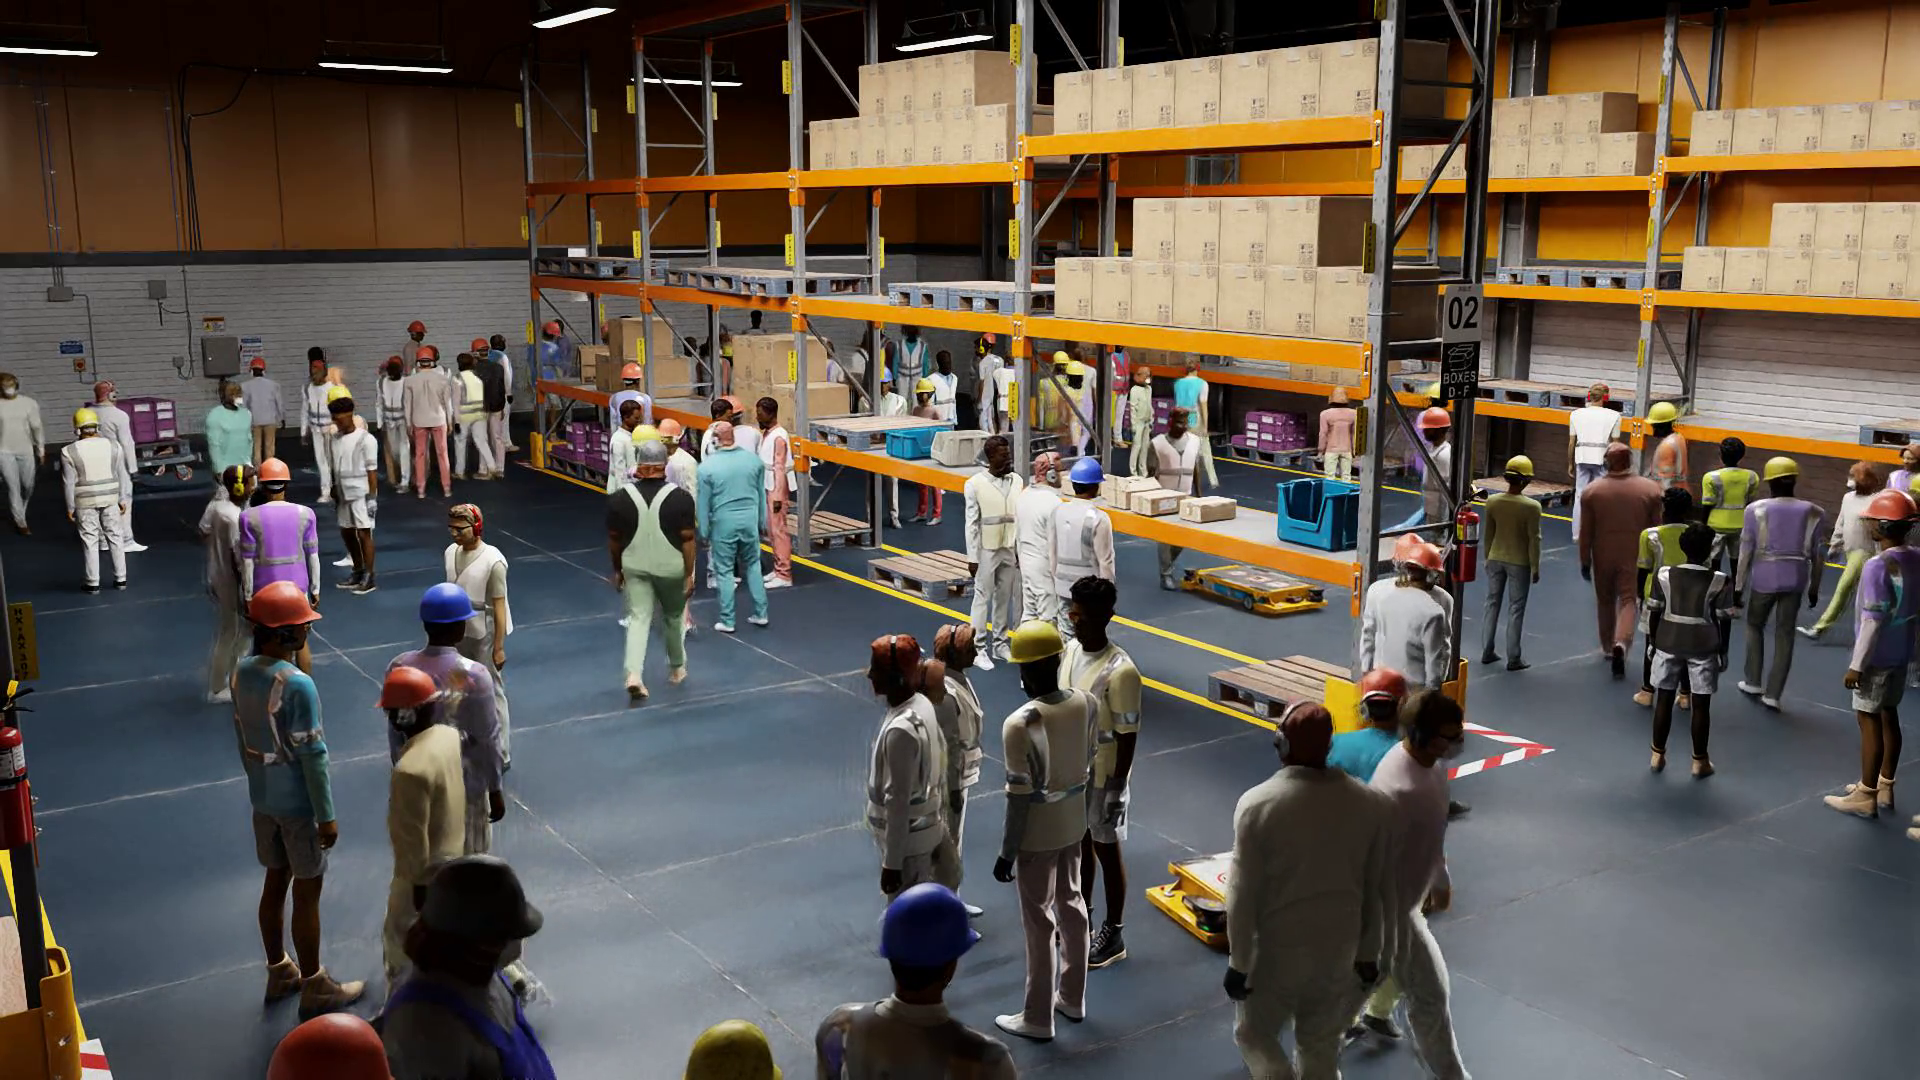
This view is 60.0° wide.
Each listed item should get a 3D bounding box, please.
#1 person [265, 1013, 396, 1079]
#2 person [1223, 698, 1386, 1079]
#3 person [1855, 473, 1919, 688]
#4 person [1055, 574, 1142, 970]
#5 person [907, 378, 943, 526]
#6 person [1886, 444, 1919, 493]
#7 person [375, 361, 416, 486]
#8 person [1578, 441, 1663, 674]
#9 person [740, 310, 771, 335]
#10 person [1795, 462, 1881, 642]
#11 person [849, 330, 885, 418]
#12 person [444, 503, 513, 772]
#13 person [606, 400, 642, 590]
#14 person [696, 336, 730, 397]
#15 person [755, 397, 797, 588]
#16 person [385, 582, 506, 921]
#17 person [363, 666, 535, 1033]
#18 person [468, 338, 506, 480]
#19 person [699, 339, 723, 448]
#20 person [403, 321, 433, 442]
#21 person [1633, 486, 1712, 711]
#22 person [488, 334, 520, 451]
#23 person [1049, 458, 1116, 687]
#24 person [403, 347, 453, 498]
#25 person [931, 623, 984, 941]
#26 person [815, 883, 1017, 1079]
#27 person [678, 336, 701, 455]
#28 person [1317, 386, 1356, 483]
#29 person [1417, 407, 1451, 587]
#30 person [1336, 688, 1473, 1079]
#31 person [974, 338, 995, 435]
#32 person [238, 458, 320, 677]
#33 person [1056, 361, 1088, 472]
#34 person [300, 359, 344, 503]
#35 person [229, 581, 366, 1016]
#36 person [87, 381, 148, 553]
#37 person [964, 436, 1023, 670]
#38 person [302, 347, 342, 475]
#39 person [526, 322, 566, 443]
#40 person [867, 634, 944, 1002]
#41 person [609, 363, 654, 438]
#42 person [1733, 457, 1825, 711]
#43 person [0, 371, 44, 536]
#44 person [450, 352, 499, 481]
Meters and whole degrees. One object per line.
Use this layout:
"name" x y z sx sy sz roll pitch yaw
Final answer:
"person" -1.365 2.011 3.706 0.609 1.984 0.399 4 12 20
"person" 1.322 1.559 6.304 0.668 1.875 0.592 -4 12 -18
"person" 7.469 0.306 13.087 0.512 1.722 0.674 -4 12 -18
"person" 0.648 1.132 8.247 0.365 1.966 0.608 -6 13 -28
"person" -0.412 -1.055 19.956 0.315 1.769 0.525 -10 15 -42
"person" 8.668 -0.066 15.225 0.307 1.636 0.525 -5 12 -24
"person" -7.709 -1.578 22.727 0.517 1.732 0.572 6 13 28
"person" 5.392 0.131 13.626 0.644 1.869 0.887 5 12 24
"person" -3.768 -3.281 30.833 0.612 1.963 0.363 1 11 4
"person" 7.674 0.120 14.367 0.859 1.585 0.524 0 11 0
"person" -1.430 -2.262 25.427 0.962 2.000 0.685 10 15 43
"person" -3.187 0.654 11.038 0.561 1.836 0.394 9 14 38
"person" -3.287 -0.443 16.469 0.406 1.906 0.604 1 11 3
"person" -3.607 -2.046 24.511 0.373 1.966 0.605 10 15 41
"person" -1.841 -0.487 16.696 0.384 1.907 0.600 -4 12 -19
"person" -2.483 1.166 8.123 0.614 1.945 0.401 4 12 21
"person" -2.356 1.400 7.497 0.763 1.723 0.562 1 11 6
"person" -6.680 -1.842 23.421 0.389 1.986 0.608 9 15 40
"person" -3.616 -1.990 24.297 0.359 1.938 0.632 1 11 7
"person" -8.880 -2.590 27.255 0.413 1.985 0.615 1 11 5
"person" 5.348 0.439 12.506 0.534 1.695 0.320 2 11 10
"person" -7.252 -2.318 26.226 0.619 1.845 0.430 10 15 40
"person" 0.907 0.364 12.229 0.388 1.948 0.605 -10 15 -42
"person" -7.009 -1.549 21.934 0.619 1.985 0.406 -3 12 -17
"person" -0.030 1.231 8.581 0.307 1.641 0.514 1 11 3
"person" -0.104 1.870 4.518 0.605 1.949 0.402 6 12 27
"person" -4.215 -2.242 25.855 0.342 1.839 0.503 7 13 31
"person" 4.612 -1.060 20.320 0.507 1.632 0.264 -2 11 -8
"person" 4.455 -0.289 15.629 0.396 1.929 0.552 1 11 7
"person" 1.845 1.480 6.670 1.009 1.873 0.756 4 12 21
"person" 0.362 -2.129 25.225 0.334 1.860 0.509 4 12 20
"person" -5.048 0.350 12.364 0.549 1.925 0.384 -7 13 -34
"person" 1.407 -1.272 20.699 0.420 1.908 0.607 -2 11 -8
"person" -8.216 -1.407 21.478 0.615 1.869 0.389 2 11 9
"person" -3.100 1.193 7.742 0.607 2.044 0.375 8 14 35
"person" -9.331 -0.801 18.323 0.645 1.905 0.399 4 12 20
"person" 0.282 0.091 13.691 0.597 1.921 0.382 -10 15 -41
"person" -8.956 -1.808 23.622 1.011 1.864 0.606 5 12 25
"person" -6.672 -2.509 26.835 0.725 1.996 0.435 3 11 15
"person" -0.248 1.336 7.453 0.351 1.878 0.568 1 11 4
"person" -3.937 -1.165 20.079 0.552 1.937 0.356 2 11 13
"person" 6.189 0.313 12.633 0.636 1.878 0.771 2 11 10
"person" -11.075 -1.031 19.461 0.634 1.917 0.819 -9 15 -40
"person" -6.818 -1.715 23.238 0.865 1.817 0.624 9 14 39
